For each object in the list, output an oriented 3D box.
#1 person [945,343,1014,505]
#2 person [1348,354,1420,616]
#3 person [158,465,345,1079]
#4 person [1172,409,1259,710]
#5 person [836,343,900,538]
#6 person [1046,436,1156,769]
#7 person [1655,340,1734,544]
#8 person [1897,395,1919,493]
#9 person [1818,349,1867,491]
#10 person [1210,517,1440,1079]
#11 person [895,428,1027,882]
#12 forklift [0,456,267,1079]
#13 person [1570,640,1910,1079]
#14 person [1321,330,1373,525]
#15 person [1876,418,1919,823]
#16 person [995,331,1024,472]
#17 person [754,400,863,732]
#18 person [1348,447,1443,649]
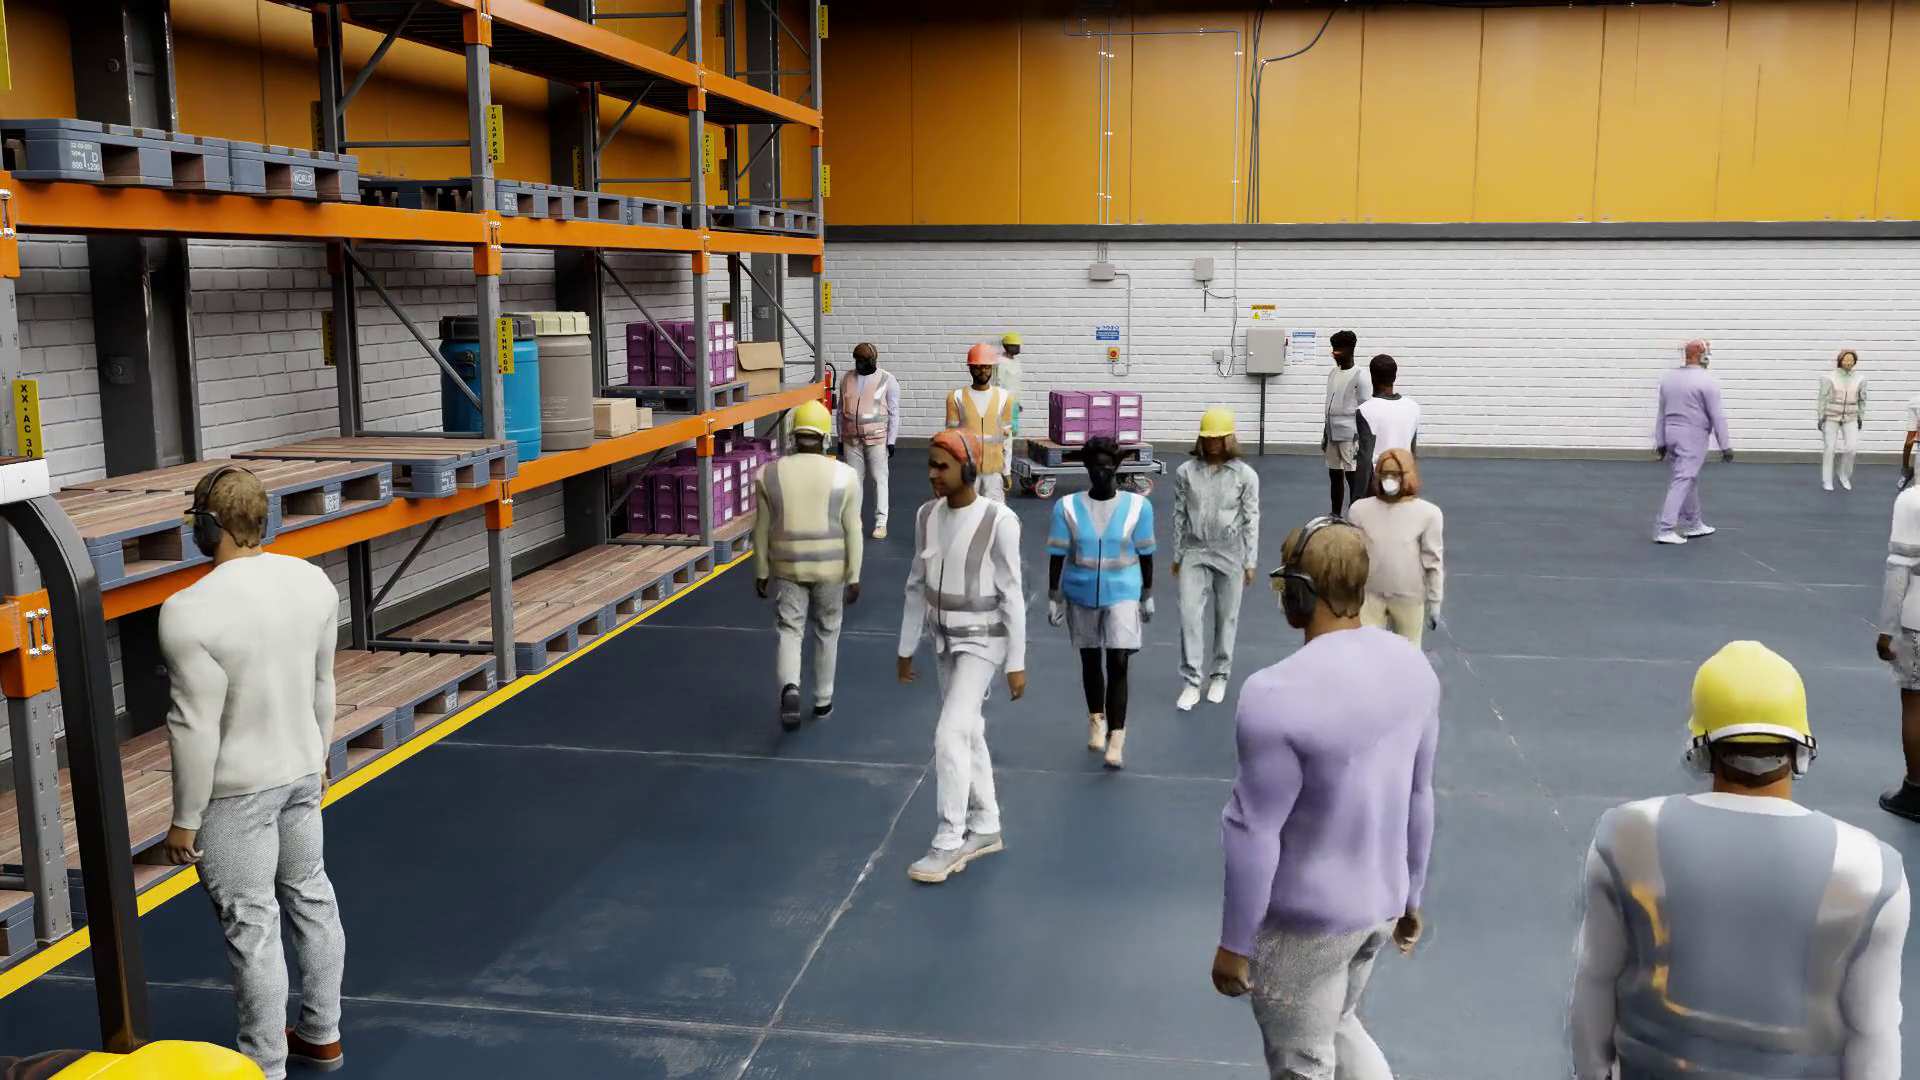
[{"bbox_3d":[0.156,-0.577,13.113,0.545,1.943,0.347,-1,9,-8],"label":"person"},{"bbox_3d":[3.029,-0.360,11.853,0.594,1.915,0.373,-6,11,-34],"label":"person"},{"bbox_3d":[-2.121,0.741,4.994,0.372,1.940,0.627,3,10,20],"label":"person"},{"bbox_3d":[1.433,0.117,9.477,0.512,1.716,0.684,3,10,19],"label":"person"},{"bbox_3d":[-0.884,-0.931,15.627,0.620,1.837,0.429,3,10,20],"label":"person"},{"bbox_3d":[0.696,0.317,8.409,0.551,1.662,0.802,2,9,12],"label":"person"},{"bbox_3d":[6.804,-0.893,15.298,0.905,1.870,0.659,-3,10,-15],"label":"person"},{"bbox_3d":[7.541,-0.491,12.822,0.537,1.863,0.312,6,11,33],"label":"person"},{"bbox_3d":[10.009,-1.354,18.900,0.523,1.626,0.396,2,9,14],"label":"person"},{"bbox_3d":[0.897,0.901,4.040,0.639,1.924,0.461,-8,12,-40],"label":"person"},{"bbox_3d":[-0.064,0.473,6.888,0.746,1.856,0.603,-7,12,-39],"label":"person"},{"bbox_3d":[-2.328,0.975,2.765,2.313,2.155,1.214,1,9,9],"label":"forklift"},{"bbox_3d":[1.499,1.098,3.272,0.593,1.800,0.903,5,10,28],"label":"person"},{"bbox_3d":[3.585,-0.980,15.542,0.377,1.959,0.603,-4,10,-24],"label":"person"},{"bbox_3d":[4.411,0.343,7.485,0.554,1.921,0.458,-1,9,-5],"label":"person"},{"bbox_3d":[0.637,-1.700,20.588,0.364,1.753,0.544,5,10,28],"label":"person"},{"bbox_3d":[-0.823,0.148,9.046,0.602,1.809,0.700,0,9,0],"label":"person"},{"bbox_3d":[2.278,0.306,8.701,0.504,1.610,0.735,5,10,27],"label":"person"}]
